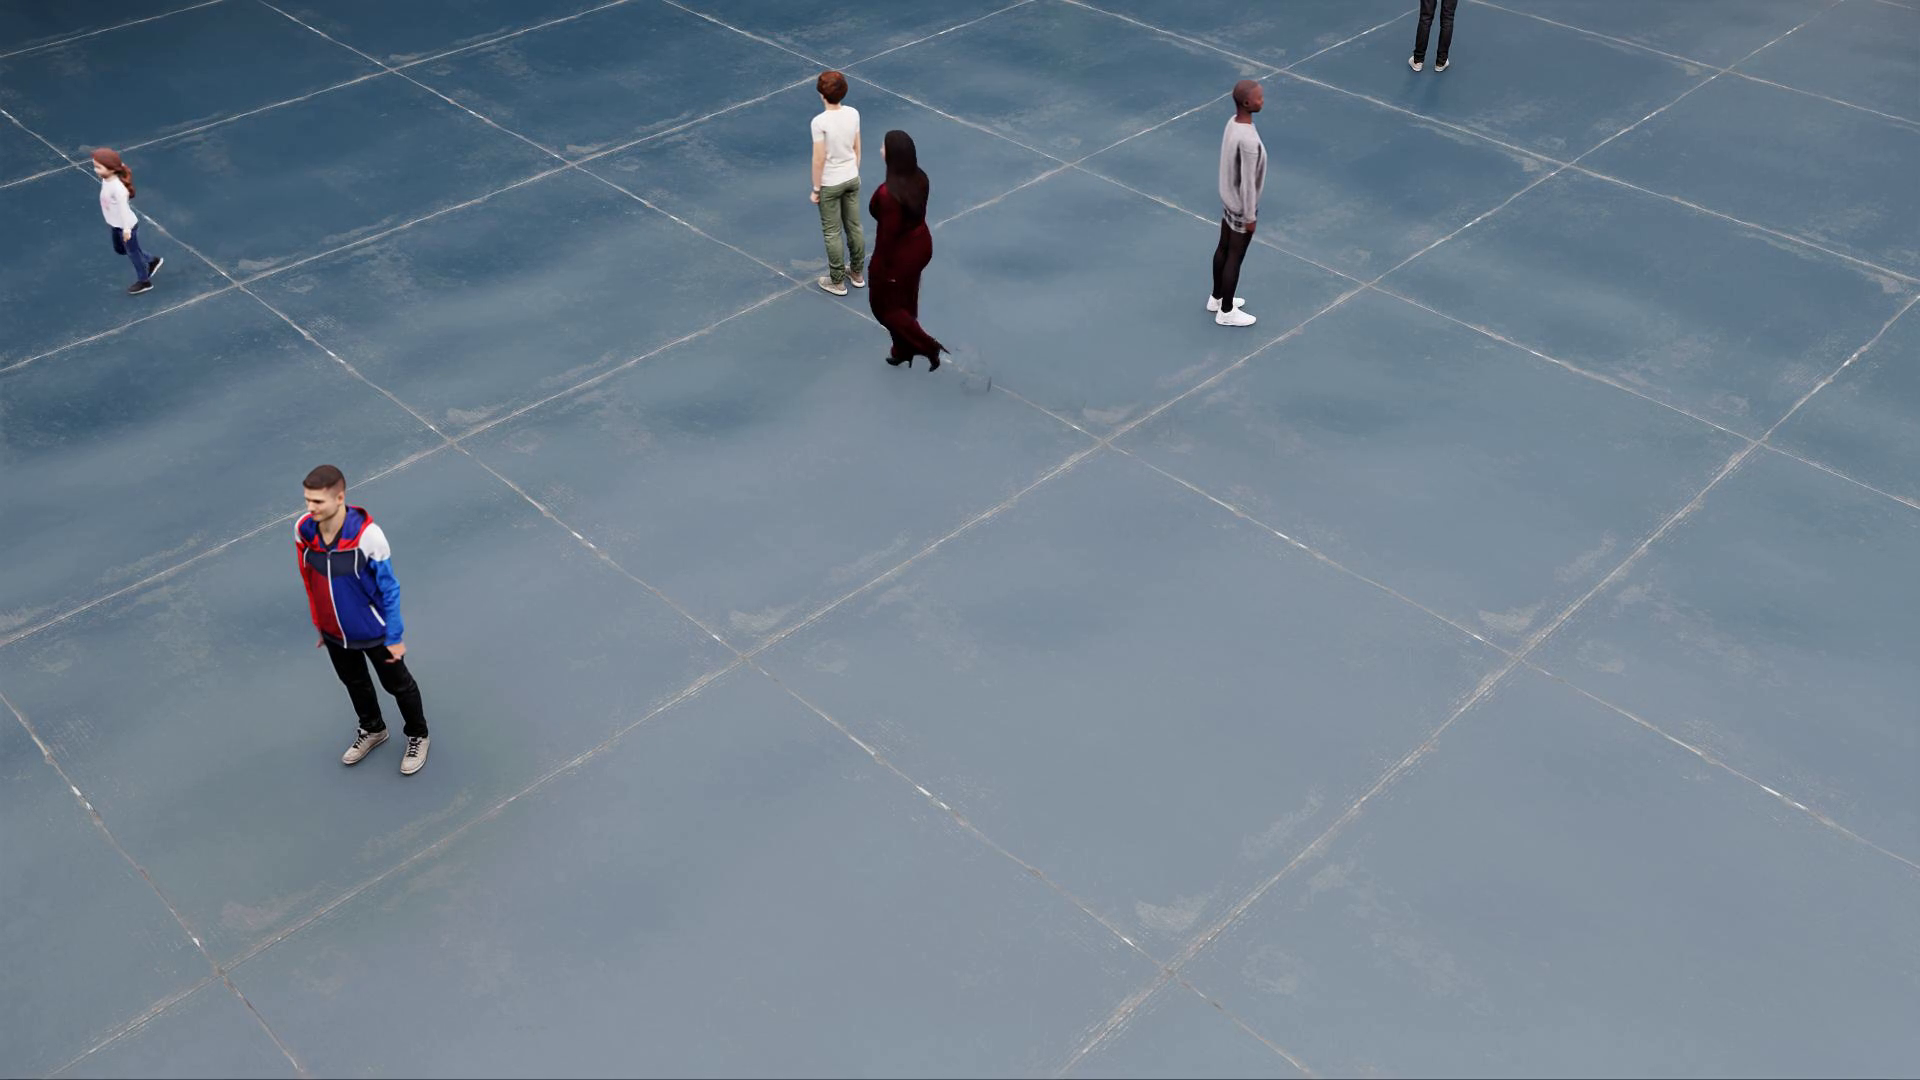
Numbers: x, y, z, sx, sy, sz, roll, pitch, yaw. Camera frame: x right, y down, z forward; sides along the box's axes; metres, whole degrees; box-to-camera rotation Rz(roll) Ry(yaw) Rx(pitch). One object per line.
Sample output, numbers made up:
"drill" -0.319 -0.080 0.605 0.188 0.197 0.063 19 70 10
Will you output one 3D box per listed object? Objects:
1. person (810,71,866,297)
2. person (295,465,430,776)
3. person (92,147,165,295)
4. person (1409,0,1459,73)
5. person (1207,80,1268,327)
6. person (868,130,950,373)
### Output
"person" -0.882 -2.571 11.982 0.494 1.654 0.664 -26 44 -30
"person" -2.888 0.381 8.014 0.719 1.756 0.715 10 38 13
"person" -6.061 -2.343 12.136 0.444 1.104 0.556 30 47 34
"person" 4.469 -5.225 15.384 0.703 1.761 0.725 6 38 8
"person" 1.929 -2.353 11.597 0.729 1.772 0.697 -5 38 -6
"person" -0.299 -1.845 10.947 0.870 1.749 0.837 15 40 19
